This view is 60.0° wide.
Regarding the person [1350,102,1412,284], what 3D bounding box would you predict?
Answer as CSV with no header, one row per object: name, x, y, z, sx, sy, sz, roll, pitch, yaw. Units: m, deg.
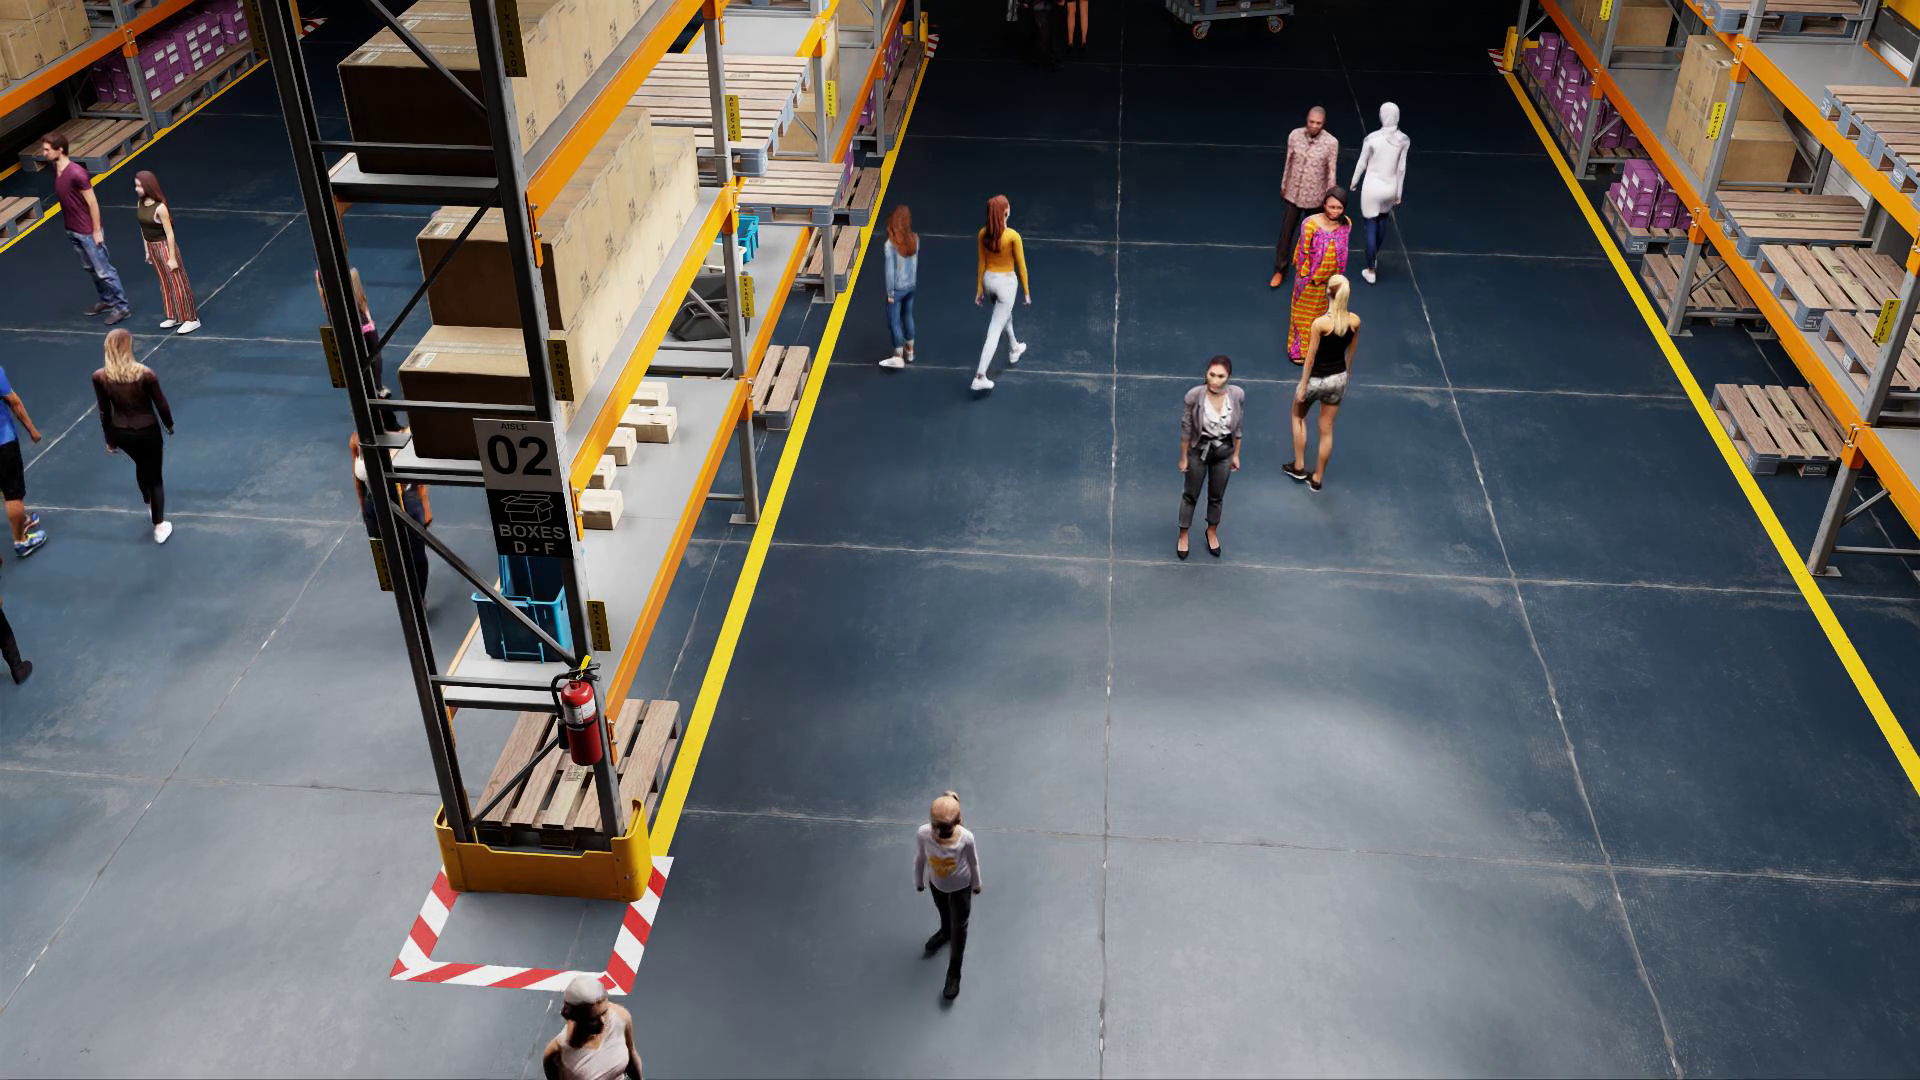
person,4.138,-3.375,16.353,0.708,1.751,0.969,-3,34,-4

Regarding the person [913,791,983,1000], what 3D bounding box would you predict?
person,-0.046,1.809,9.004,0.600,1.253,0.809,11,35,16

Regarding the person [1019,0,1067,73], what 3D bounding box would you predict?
person,1.017,-7.181,21.963,1.211,1.880,1.309,-22,40,-30

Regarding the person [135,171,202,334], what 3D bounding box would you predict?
person,-7.427,-2.699,15.506,0.629,1.563,0.646,18,38,25

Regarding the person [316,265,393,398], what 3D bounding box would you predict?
person,-5.268,-1.887,14.300,0.572,1.547,0.564,3,34,5

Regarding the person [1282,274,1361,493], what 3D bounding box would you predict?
person,2.890,-1.193,12.996,0.755,1.833,0.773,-9,35,-14

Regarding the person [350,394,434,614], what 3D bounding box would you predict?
person,-3.920,-0.277,11.659,0.662,1.789,0.913,2,34,3

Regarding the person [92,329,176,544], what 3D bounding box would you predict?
person,-6.158,-0.727,12.435,0.700,1.678,0.804,-5,34,-7

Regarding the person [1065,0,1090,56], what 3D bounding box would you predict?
person,1.596,-7.499,22.482,0.632,1.835,0.608,-6,34,-9

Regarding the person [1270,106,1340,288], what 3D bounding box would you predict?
person,3.453,-3.443,16.428,1.010,1.782,1.282,15,37,22

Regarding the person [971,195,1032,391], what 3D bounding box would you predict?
person,0.306,-2.106,14.499,0.959,1.691,1.313,17,37,24

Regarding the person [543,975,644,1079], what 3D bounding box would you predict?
person,-1.702,2.521,7.537,0.852,1.693,0.789,27,42,34

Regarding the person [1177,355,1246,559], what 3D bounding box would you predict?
person,1.844,-0.624,12.281,0.665,1.677,0.633,-3,34,-5

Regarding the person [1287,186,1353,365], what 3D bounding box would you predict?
person,3.259,-2.408,14.954,0.730,1.690,0.759,-8,34,-12

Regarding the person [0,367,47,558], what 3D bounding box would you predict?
person,-7.163,-0.696,12.236,0.631,1.847,0.729,6,34,9

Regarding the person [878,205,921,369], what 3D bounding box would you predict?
person,-0.513,-2.256,14.936,0.844,1.457,0.731,17,37,24

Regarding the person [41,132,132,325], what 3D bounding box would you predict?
person,-8.222,-2.945,15.619,0.737,1.849,0.730,22,40,30
